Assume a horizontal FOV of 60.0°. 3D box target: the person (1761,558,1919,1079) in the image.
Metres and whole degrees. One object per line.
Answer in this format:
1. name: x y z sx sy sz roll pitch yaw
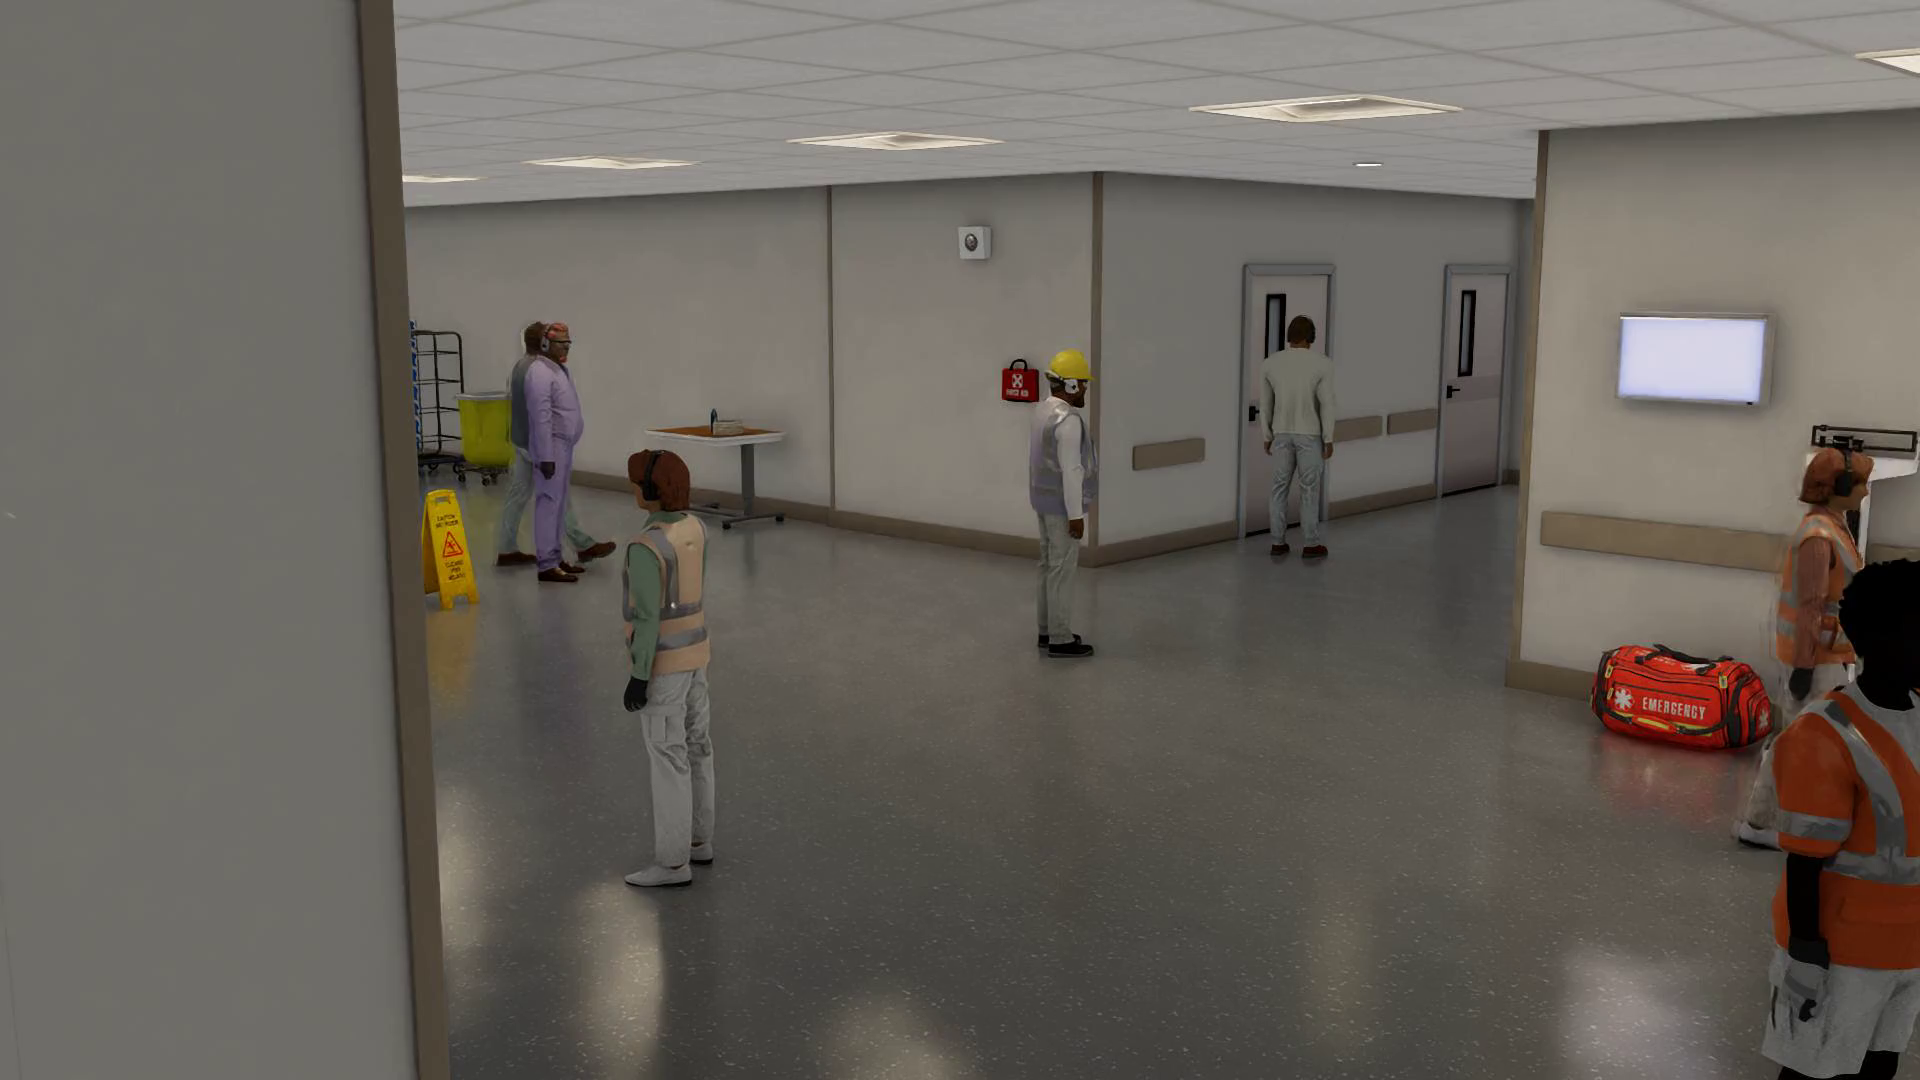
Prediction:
1. person: 1.963 0.871 3.616 0.542 1.697 0.316 -6 11 -31

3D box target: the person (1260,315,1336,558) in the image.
1. person: 2.693 -0.819 13.266 0.628 1.935 0.373 6 11 33

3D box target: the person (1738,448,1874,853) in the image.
1. person: 3.327 0.457 6.403 0.548 1.615 0.534 5 11 28

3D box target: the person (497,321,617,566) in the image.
1. person: -3.199 -0.742 12.918 0.915 1.888 0.644 -5 10 -27

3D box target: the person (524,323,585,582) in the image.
1. person: -2.984 -0.651 12.326 0.399 1.905 0.643 0 9 -2

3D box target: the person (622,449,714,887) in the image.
1. person: -1.092 0.476 6.218 0.310 1.642 0.514 2 10 15

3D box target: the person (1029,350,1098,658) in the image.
1. person: 0.616 -0.214 9.902 0.403 1.824 0.590 -2 10 -14
